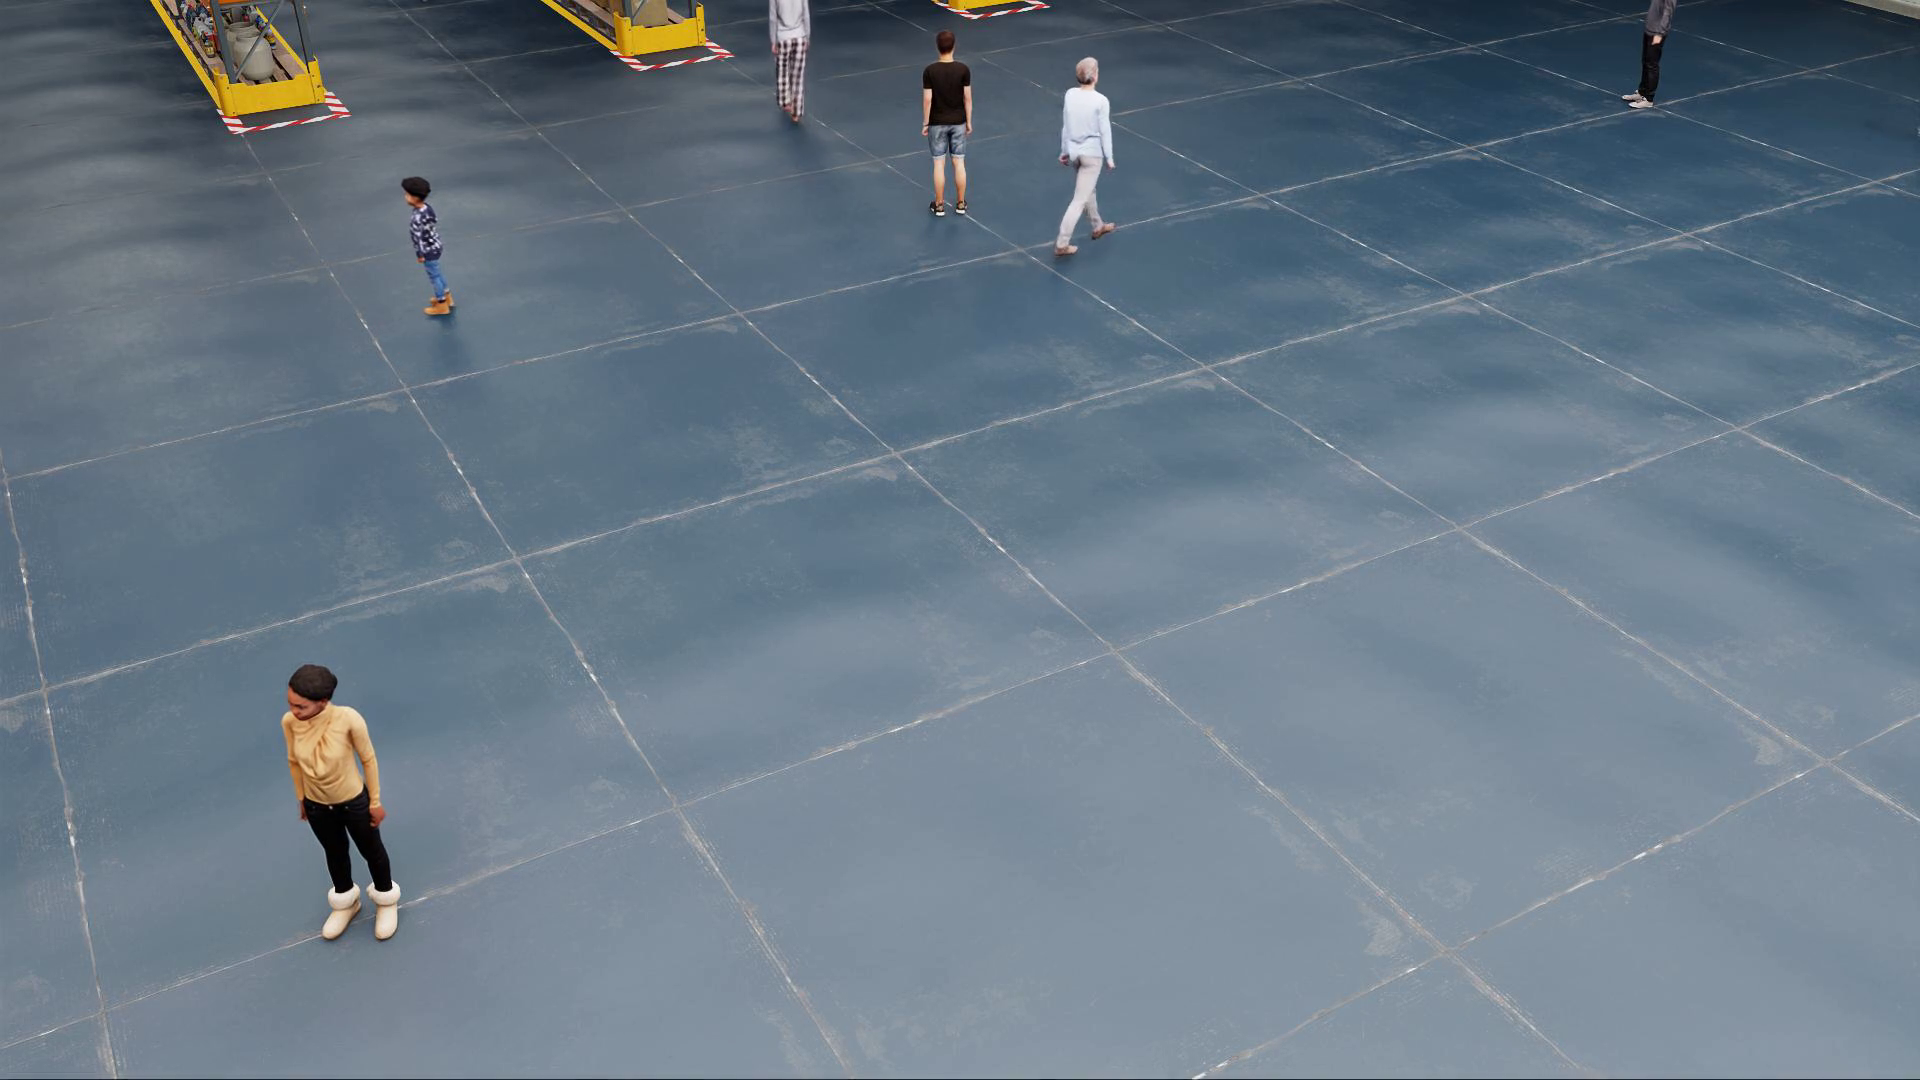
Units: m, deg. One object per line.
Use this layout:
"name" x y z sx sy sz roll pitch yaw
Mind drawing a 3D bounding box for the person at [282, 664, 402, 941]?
"person" -3.074 1.275 8.241 0.681 1.658 0.703 2 32 3

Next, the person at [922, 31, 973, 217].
"person" -0.125 -4.186 16.721 0.730 1.846 0.681 -6 33 -9

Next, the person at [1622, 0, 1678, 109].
"person" 8.280 -6.047 19.750 0.762 1.762 0.669 3 32 5

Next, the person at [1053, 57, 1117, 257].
"person" 1.137 -3.572 15.747 1.231 1.846 0.963 27 41 36

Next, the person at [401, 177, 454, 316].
"person" -4.737 -2.626 14.810 0.624 1.245 0.521 -1 32 -2

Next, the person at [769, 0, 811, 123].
"person" -1.947 -5.750 19.221 0.817 1.823 1.014 -6 33 -10
